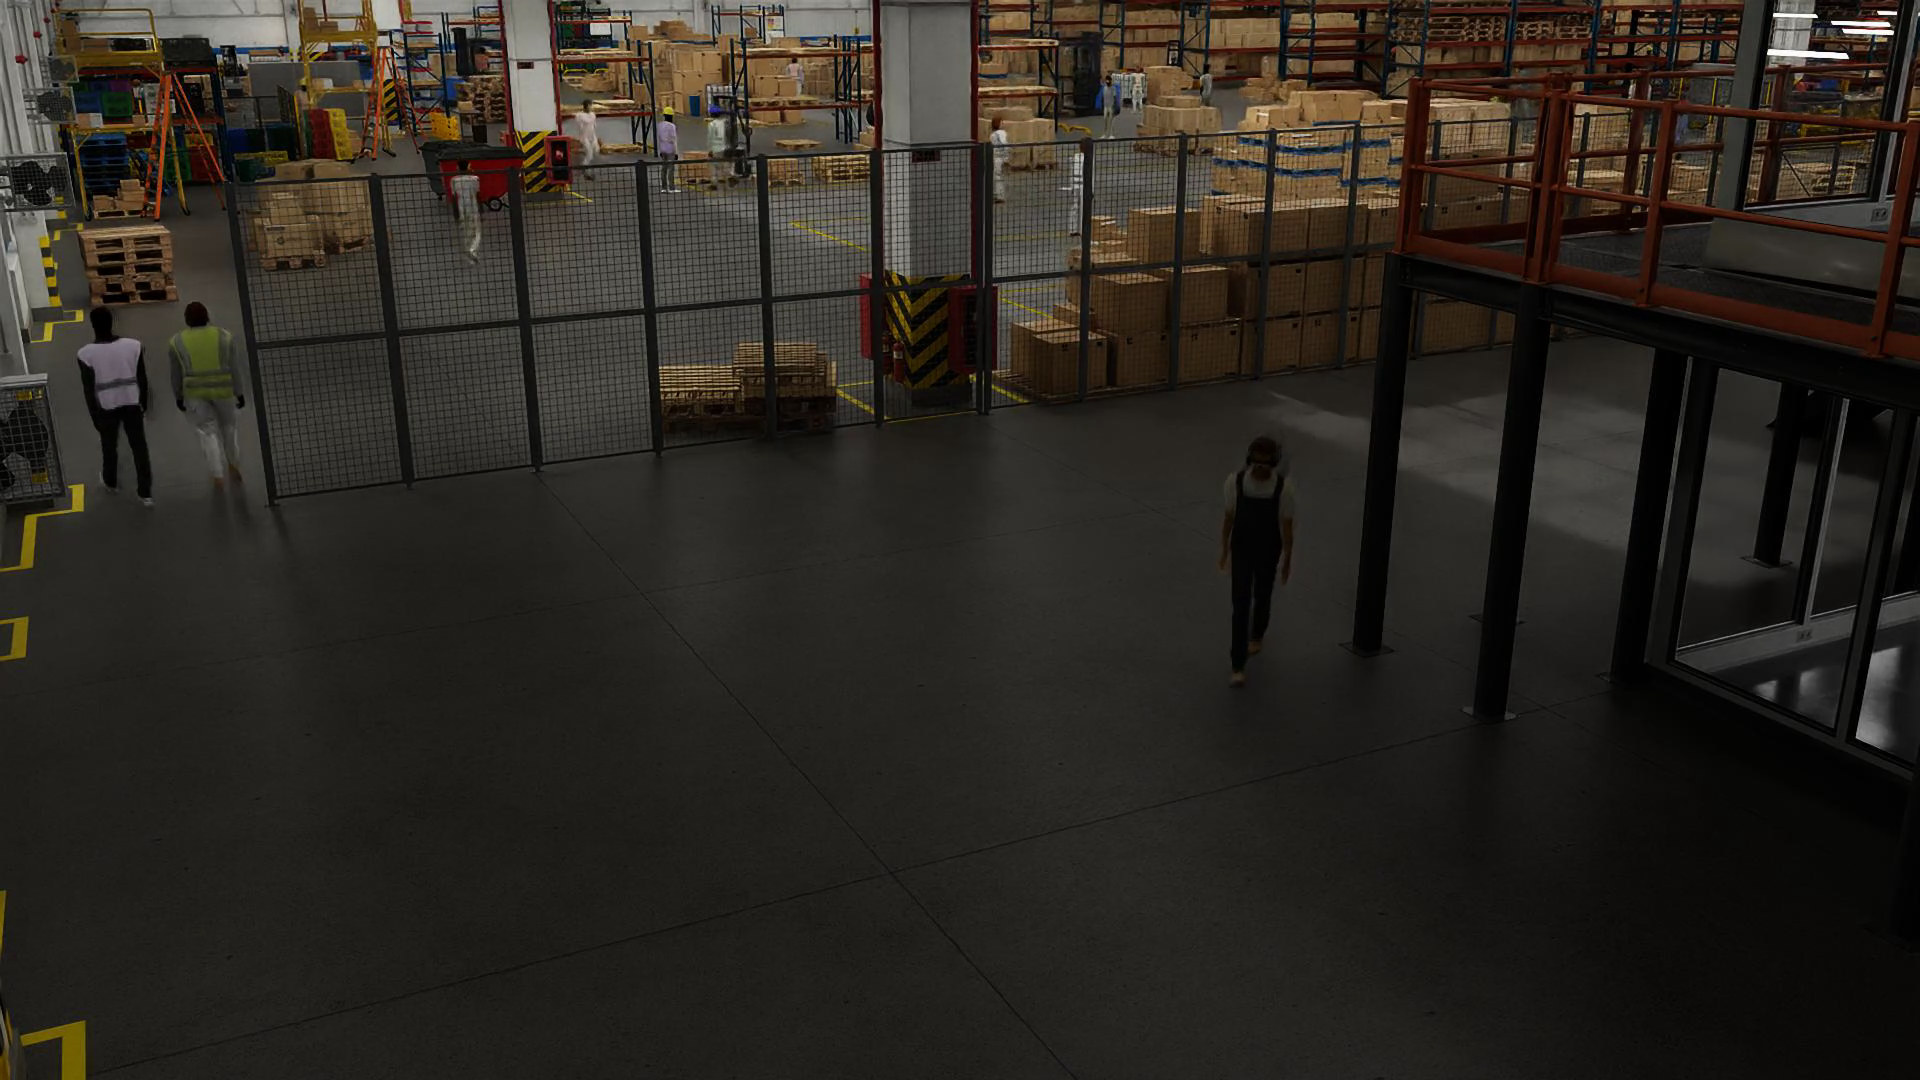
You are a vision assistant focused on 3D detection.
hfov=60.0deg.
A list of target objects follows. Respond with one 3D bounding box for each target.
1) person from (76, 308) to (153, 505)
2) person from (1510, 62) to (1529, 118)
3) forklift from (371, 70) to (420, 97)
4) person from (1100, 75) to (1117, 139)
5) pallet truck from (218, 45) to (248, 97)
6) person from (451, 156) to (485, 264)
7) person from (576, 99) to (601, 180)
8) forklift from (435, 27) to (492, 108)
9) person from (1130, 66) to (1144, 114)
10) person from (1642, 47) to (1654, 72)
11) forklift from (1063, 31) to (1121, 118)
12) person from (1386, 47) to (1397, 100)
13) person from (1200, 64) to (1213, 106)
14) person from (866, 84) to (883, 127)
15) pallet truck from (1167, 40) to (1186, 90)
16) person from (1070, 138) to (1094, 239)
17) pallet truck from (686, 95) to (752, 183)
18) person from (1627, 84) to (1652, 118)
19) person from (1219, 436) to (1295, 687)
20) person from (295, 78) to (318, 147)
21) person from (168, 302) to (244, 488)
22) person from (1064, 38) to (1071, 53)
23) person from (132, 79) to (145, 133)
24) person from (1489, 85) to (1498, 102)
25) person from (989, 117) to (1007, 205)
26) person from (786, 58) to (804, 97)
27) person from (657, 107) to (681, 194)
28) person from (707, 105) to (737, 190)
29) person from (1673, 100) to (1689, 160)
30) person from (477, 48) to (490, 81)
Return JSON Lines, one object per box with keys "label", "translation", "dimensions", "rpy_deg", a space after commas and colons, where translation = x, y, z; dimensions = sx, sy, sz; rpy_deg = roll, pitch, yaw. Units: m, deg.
{"label": "person", "translation": [-8.098, -1.304, 15.987], "dimensions": [0.603, 1.864, 1.016], "rpy_deg": [-15, 24, -36]}
{"label": "person", "translation": [18.824, -15.050, 55.803], "dimensions": [0.781, 1.880, 0.653], "rpy_deg": [13, 23, 33]}
{"label": "forklift", "translation": [-22.107, -18.832, 65.261], "dimensions": [1.873, 2.768, 1.129], "rpy_deg": [-2, 19, -5]}
{"label": "person", "translation": [4.435, -12.935, 49.714], "dimensions": [0.522, 1.858, 0.320], "rpy_deg": [13, 23, 34]}
{"label": "pallet truck", "translation": [-28.879, -18.665, 66.111], "dimensions": [0.823, 1.965, 1.885], "rpy_deg": [-3, 19, -9]}
{"label": "person", "translation": [-8.448, -5.653, 28.598], "dimensions": [0.536, 1.860, 0.507], "rpy_deg": [-1, 19, -2]}
{"label": "person", "translation": [-8.937, -9.629, 40.038], "dimensions": [0.434, 1.923, 0.631], "rpy_deg": [12, 22, 31]}
{"label": "forklift", "translation": [-18.152, -17.225, 60.601], "dimensions": [1.873, 2.768, 1.129], "rpy_deg": [-9, 21, -25]}
{"label": "person", "translation": [6.185, -15.705, 58.067], "dimensions": [0.515, 1.641, 0.314], "rpy_deg": [-4, 19, -12]}
{"label": "person", "translation": [28.637, -19.651, 69.318], "dimensions": [0.328, 1.767, 0.532], "rpy_deg": [-11, 22, -28]}
{"label": "forklift", "translation": [4.496, -15.927, 56.838], "dimensions": [1.873, 2.768, 1.129], "rpy_deg": [-9, 21, -25]}
{"label": "person", "translation": [16.623, -17.939, 64.021], "dimensions": [0.387, 1.988, 0.608], "rpy_deg": [4, 19, 10]}
{"label": "person", "translation": [7.885, -14.495, 54.129], "dimensions": [0.661, 1.917, 0.745], "rpy_deg": [-18, 26, -42]}
{"label": "person", "translation": [-2.215, -11.102, 44.121], "dimensions": [0.538, 2.000, 0.682], "rpy_deg": [-1, 19, -4]}
{"label": "pallet truck", "translation": [9.045, -19.971, 69.895], "dimensions": [0.823, 1.965, 1.885], "rpy_deg": [-3, 19, -8]}
{"label": "person", "translation": [2.307, -6.635, 31.428], "dimensions": [0.354, 1.876, 0.573], "rpy_deg": [-17, 25, -40]}
{"label": "pallet truck", "translation": [-5.836, -9.608, 39.856], "dimensions": [0.823, 1.965, 1.885], "rpy_deg": [10, 22, 27]}
{"label": "person", "translation": [19.827, -12.634, 48.597], "dimensions": [0.657, 2.009, 0.534], "rpy_deg": [4, 19, 11]}
{"label": "person", "translation": [2.147, 0.094, 12.045], "dimensions": [0.515, 1.803, 0.978], "rpy_deg": [4, 20, 13]}
{"label": "person", "translation": [-18.660, -12.226, 47.553], "dimensions": [0.594, 1.922, 0.386], "rpy_deg": [-7, 20, -21]}
{"label": "person", "translation": [-7.485, -1.476, 16.564], "dimensions": [0.646, 1.803, 0.932], "rpy_deg": [-8, 21, -23]}
{"label": "person", "translation": [5.115, -22.962, 79.020], "dimensions": [0.319, 1.696, 0.532], "rpy_deg": [6, 20, 17]}
{"label": "person", "translation": [-25.367, -13.402, 51.411], "dimensions": [0.521, 1.632, 0.314], "rpy_deg": [4, 20, 12]}
{"label": "person", "translation": [15.553, -12.479, 48.653], "dimensions": [0.384, 1.681, 0.552], "rpy_deg": [8, 20, 21]}
{"label": "person", "translation": [0.728, -8.199, 35.963], "dimensions": [0.605, 1.866, 0.617], "rpy_deg": [10, 22, 28]}
{"label": "person", "translation": [-5.963, -16.549, 60.215], "dimensions": [0.634, 1.839, 0.429], "rpy_deg": [2, 19, 6]}
{"label": "person", "translation": [-6.609, -8.849, 37.777], "dimensions": [0.585, 1.922, 0.391], "rpy_deg": [14, 23, 35]}
{"label": "person", "translation": [-5.536, -9.007, 38.220], "dimensions": [0.675, 1.928, 0.616], "rpy_deg": [10, 21, 26]}
{"label": "person", "translation": [17.206, -9.608, 39.975], "dimensions": [0.557, 1.917, 0.571], "rpy_deg": [-8, 21, -22]}
{"label": "person", "translation": [-20.050, -19.890, 70.149], "dimensions": [0.545, 1.661, 0.785], "rpy_deg": [0, 19, -1]}
